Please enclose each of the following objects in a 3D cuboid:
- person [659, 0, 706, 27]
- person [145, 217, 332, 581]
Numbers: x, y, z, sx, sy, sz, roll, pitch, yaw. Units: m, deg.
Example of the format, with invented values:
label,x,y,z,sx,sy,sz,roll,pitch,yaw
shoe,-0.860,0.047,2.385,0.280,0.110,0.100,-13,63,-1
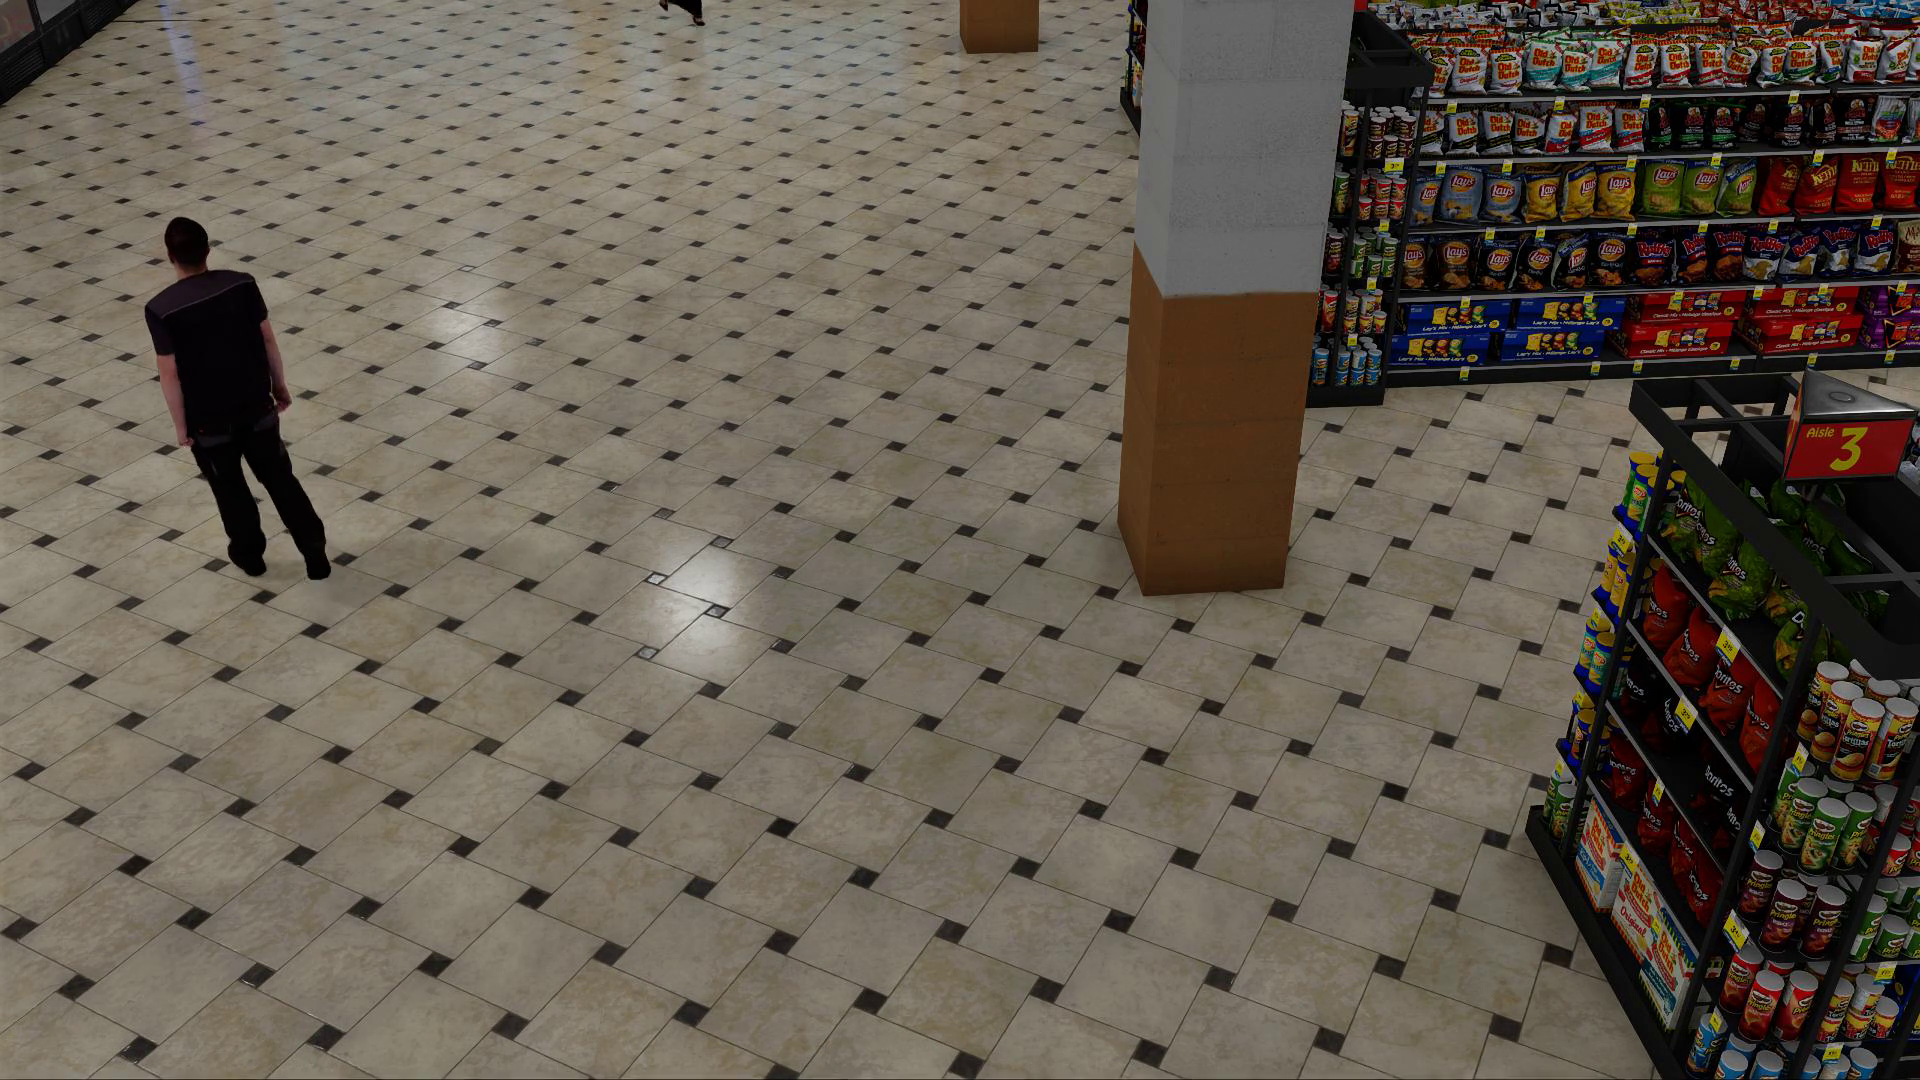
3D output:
label,x,y,z,sx,sy,sz,roll,pitch,yaw
person,-2.805,-5.935,16.517,0.912,1.582,0.939,-27,41,-36
person,-3.327,-0.571,7.664,1.138,1.827,1.106,28,41,37
